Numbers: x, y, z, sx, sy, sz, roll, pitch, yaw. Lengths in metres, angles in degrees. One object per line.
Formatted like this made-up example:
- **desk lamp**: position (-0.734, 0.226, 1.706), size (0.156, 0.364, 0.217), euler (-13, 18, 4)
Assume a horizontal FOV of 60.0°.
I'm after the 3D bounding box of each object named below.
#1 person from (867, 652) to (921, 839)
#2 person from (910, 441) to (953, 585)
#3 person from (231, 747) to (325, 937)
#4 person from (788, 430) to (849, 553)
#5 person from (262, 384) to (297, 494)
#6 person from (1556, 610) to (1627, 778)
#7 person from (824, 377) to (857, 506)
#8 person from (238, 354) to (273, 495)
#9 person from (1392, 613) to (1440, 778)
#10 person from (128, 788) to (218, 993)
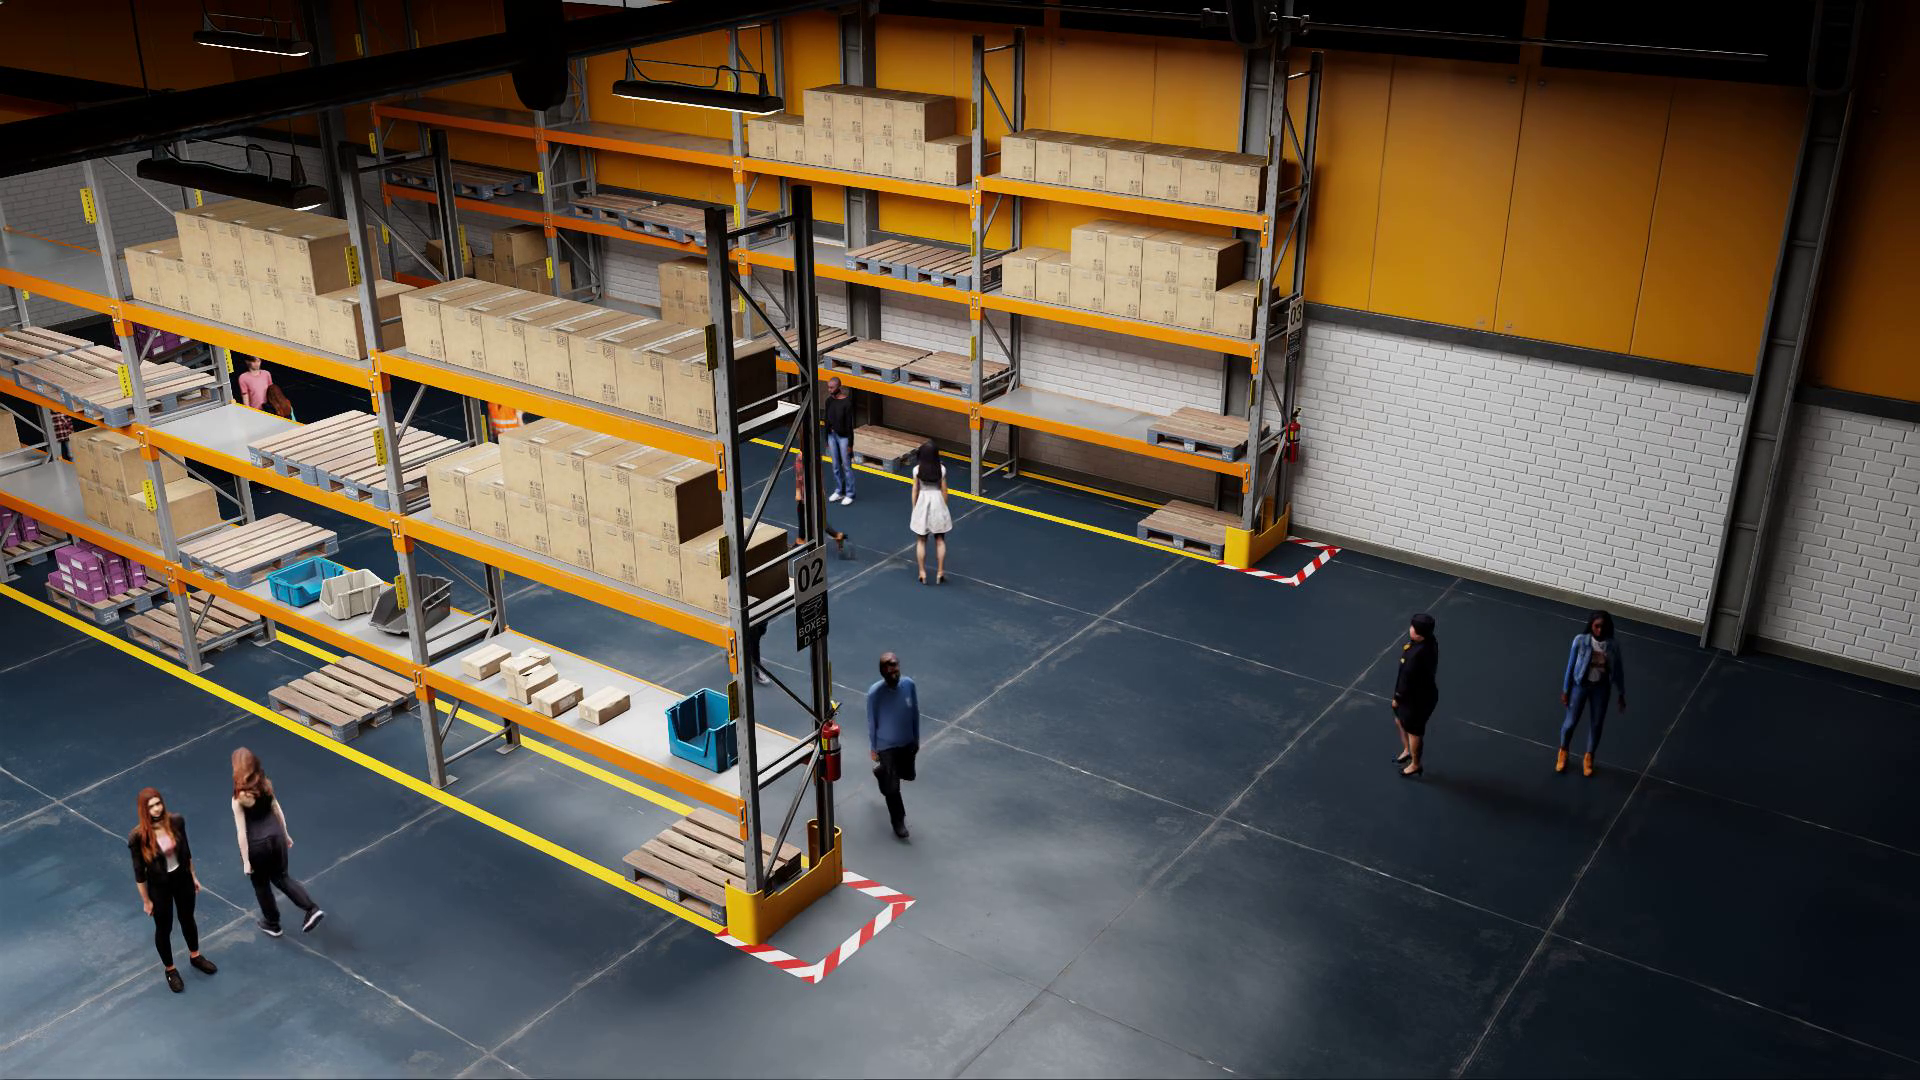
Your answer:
- **person**: position (-0.630, 1.758, 14.845), size (0.900, 1.790, 1.084), euler (-14, 27, -30)
- **person**: position (-0.349, -0.324, 19.633), size (0.760, 1.771, 0.841), euler (-1, 24, -1)
- **person**: position (-5.490, 2.466, 13.305), size (0.952, 1.727, 0.705), euler (11, 26, 23)
- **person**: position (-1.777, -0.589, 20.355), size (1.117, 1.679, 0.882), euler (5, 24, 10)
- **person**: position (-9.127, -1.385, 22.398), size (0.660, 1.501, 0.688), euler (-14, 27, -30)
- **person**: position (5.936, 1.425, 15.710), size (0.661, 1.707, 0.838), euler (2, 24, 6)
- **person**: position (-1.574, -1.337, 21.984), size (0.487, 1.743, 0.668), euler (13, 27, 28)
- **person**: position (-9.415, -1.632, 22.383), size (0.529, 1.963, 0.619), euler (16, 28, 32)
- **person**: position (4.357, 1.501, 15.594), size (0.690, 1.660, 0.724), euler (13, 27, 26)
- **person**: position (-6.136, 2.659, 12.882), size (0.520, 1.713, 0.598), euler (17, 29, 34)
